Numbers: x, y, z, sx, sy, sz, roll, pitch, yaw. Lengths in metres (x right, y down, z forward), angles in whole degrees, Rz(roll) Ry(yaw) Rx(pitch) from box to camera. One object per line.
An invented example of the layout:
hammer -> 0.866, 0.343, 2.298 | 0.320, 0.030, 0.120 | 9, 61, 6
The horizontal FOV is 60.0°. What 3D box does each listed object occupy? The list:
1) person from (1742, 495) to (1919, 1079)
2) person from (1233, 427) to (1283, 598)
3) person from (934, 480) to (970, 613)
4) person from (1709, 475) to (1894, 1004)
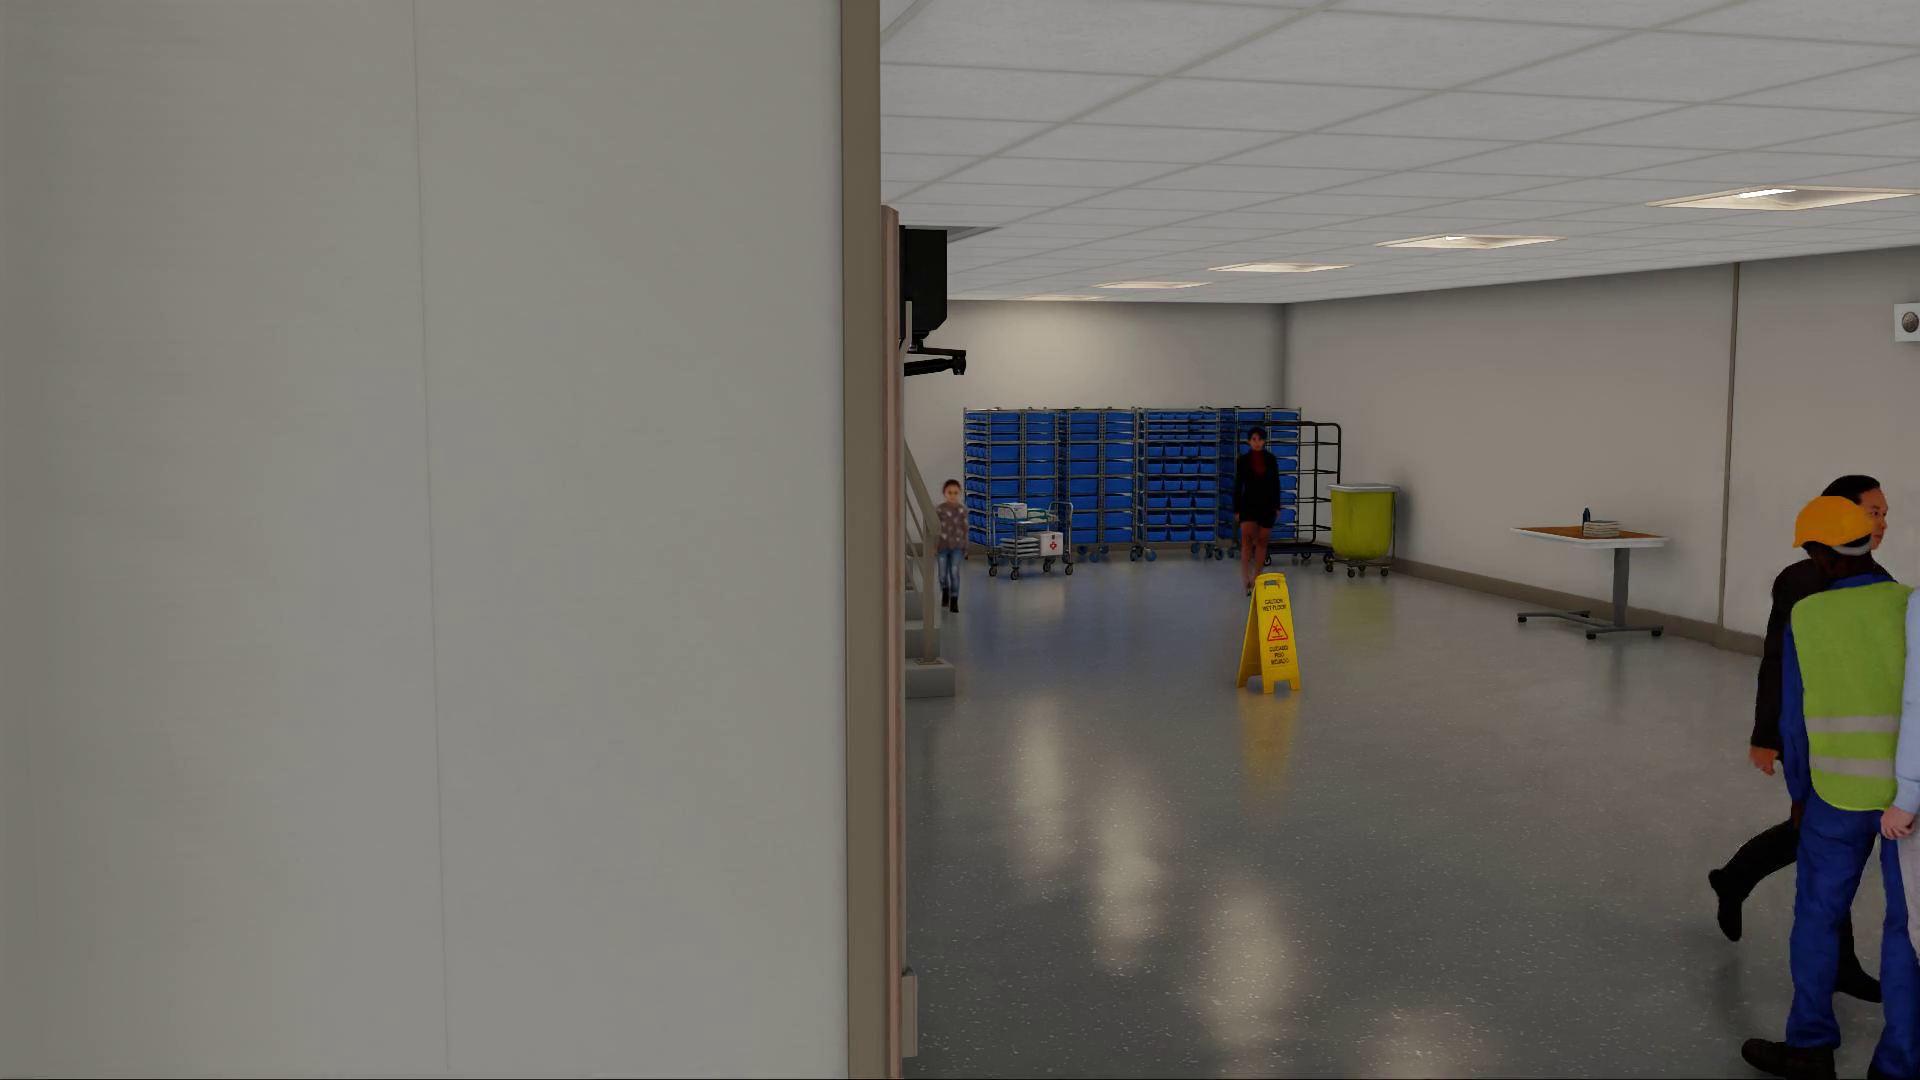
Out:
person -> 2.716, 0.770, 4.831 | 0.924, 1.777, 0.723 | -3, 7, -29
person -> 2.829, -0.257, 15.869 | 0.723, 1.613, 0.980 | 0, 6, -1
person -> -0.093, 0.053, 14.942 | 0.620, 1.181, 0.856 | 0, 6, 0
person -> 2.963, 0.669, 5.894 | 0.856, 1.767, 1.161 | -2, 6, -23
